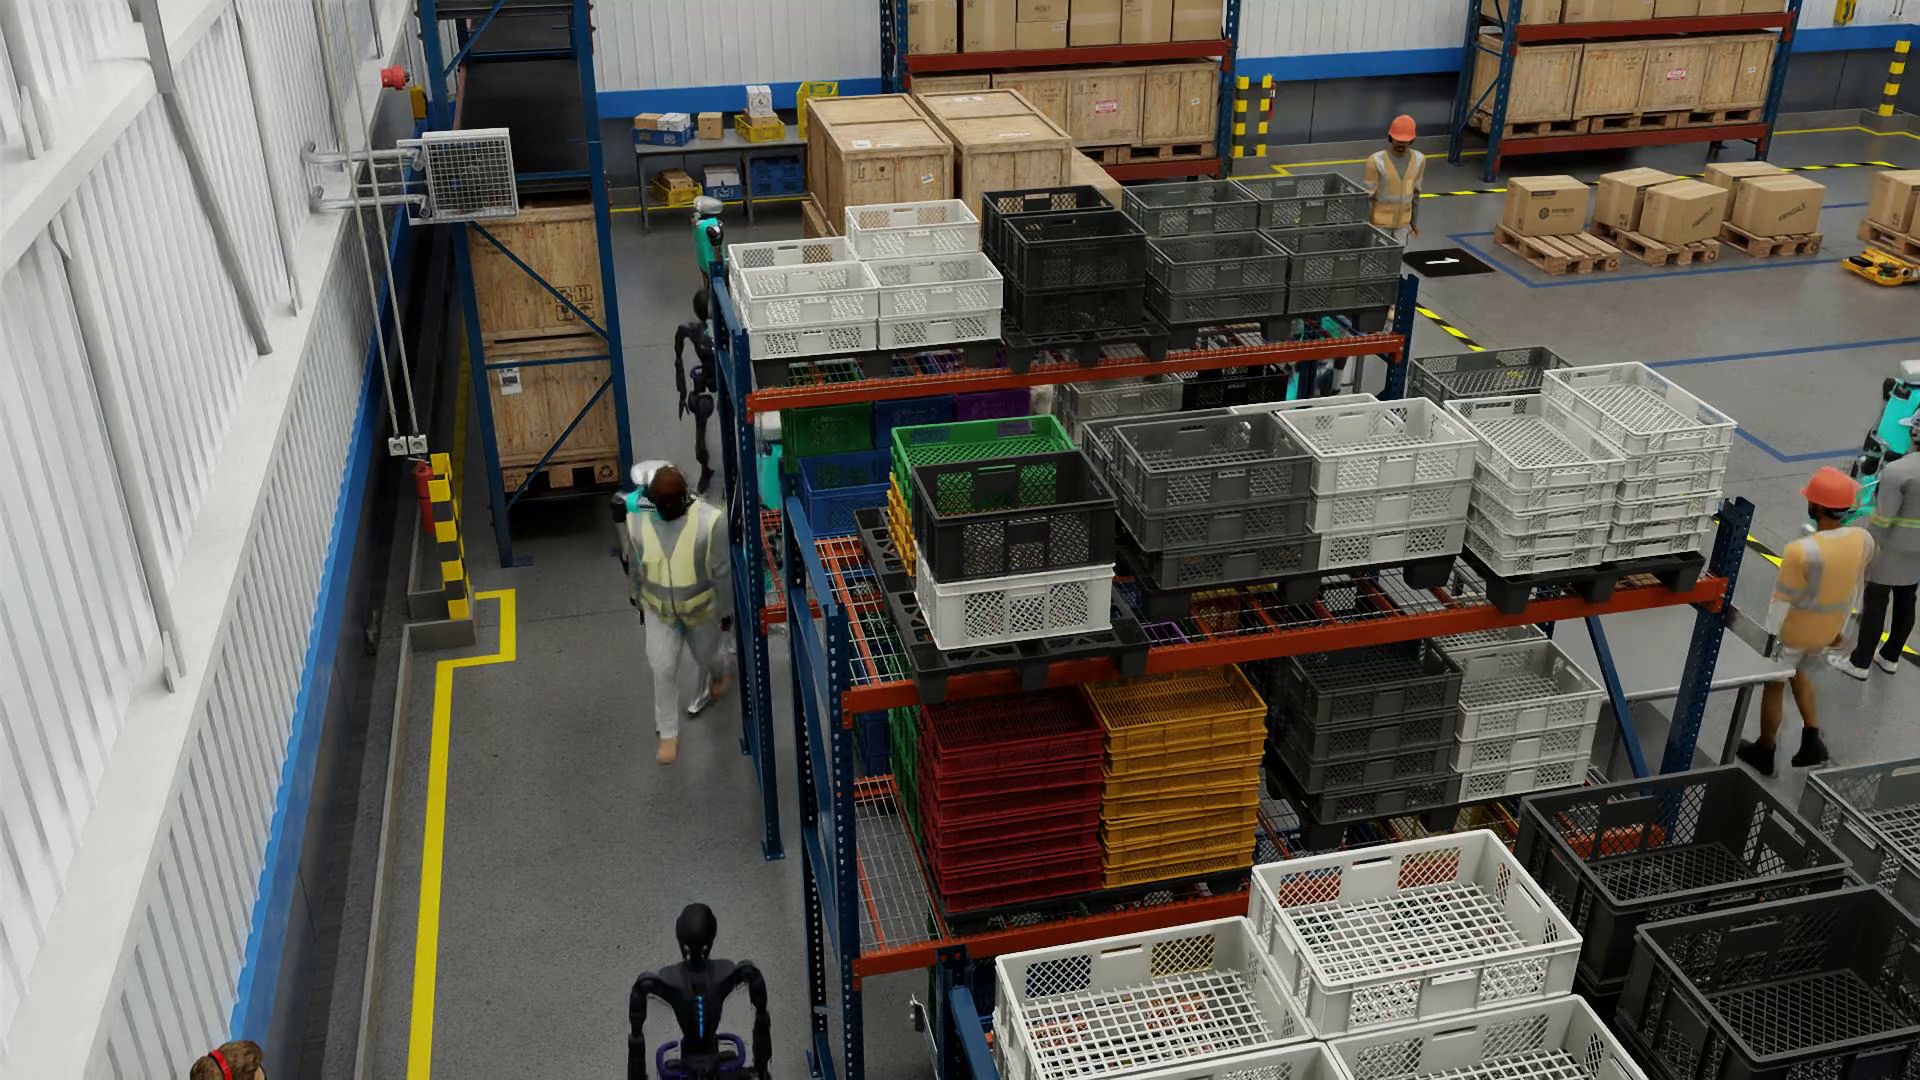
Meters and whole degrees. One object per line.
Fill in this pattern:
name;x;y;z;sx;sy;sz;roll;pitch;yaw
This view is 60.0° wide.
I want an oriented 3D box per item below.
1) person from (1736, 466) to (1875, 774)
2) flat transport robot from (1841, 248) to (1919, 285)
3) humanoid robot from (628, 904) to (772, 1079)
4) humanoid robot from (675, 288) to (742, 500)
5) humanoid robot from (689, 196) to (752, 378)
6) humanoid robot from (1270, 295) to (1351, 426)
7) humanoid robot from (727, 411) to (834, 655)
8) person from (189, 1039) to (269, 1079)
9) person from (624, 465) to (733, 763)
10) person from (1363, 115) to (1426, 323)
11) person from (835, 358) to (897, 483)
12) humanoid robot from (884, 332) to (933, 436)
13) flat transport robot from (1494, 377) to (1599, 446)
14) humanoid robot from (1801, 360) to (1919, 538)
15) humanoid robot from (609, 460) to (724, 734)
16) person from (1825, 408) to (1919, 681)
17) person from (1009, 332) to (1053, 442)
person;4.743;0.495;9.331;0.569;1.920;0.472;-7;29;-14
flat transport robot;10.187;-2.944;17.603;1.431;0.197;0.652;-6;28;-12
humanoid robot;-1.026;2.135;6.555;0.607;1.644;0.782;-7;29;-13
humanoid robot;-1.867;-1.114;12.645;0.583;1.652;0.334;1;28;2
humanoid robot;-1.942;-2.202;14.502;0.735;1.681;0.533;-15;31;-26
humanoid robot;2.579;-1.115;12.710;0.722;1.907;0.545;-24;36;-37
humanoid robot;-1.274;0.041;10.385;0.987;1.741;0.558;-9;29;-16
person;-2.400;2.471;5.681;0.389;1.836;0.563;-18;33;-31
person;-1.615;0.339;9.755;0.622;1.808;0.816;1;28;1
person;4.136;-3.058;15.949;0.613;2.039;0.380;-7;29;-13
person;-0.693;-1.102;12.587;0.933;1.700;0.530;-14;31;-24
humanoid robot;-0.387;-0.719;11.936;0.724;1.632;0.616;-23;36;-37
flat transport robot;4.780;-1.036;14.013;0.659;0.231;1.431;-6;28;-12
humanoid robot;6.043;-0.376;11.170;1.003;1.719;0.546;-1;28;-2
humanoid robot;-1.693;0.277;9.954;0.559;1.790;0.756;4;28;7
person;5.818;0.012;10.328;0.588;1.849;0.394;-7;29;-14
person;0.428;-0.629;11.565;0.506;1.838;0.336;20;34;33
